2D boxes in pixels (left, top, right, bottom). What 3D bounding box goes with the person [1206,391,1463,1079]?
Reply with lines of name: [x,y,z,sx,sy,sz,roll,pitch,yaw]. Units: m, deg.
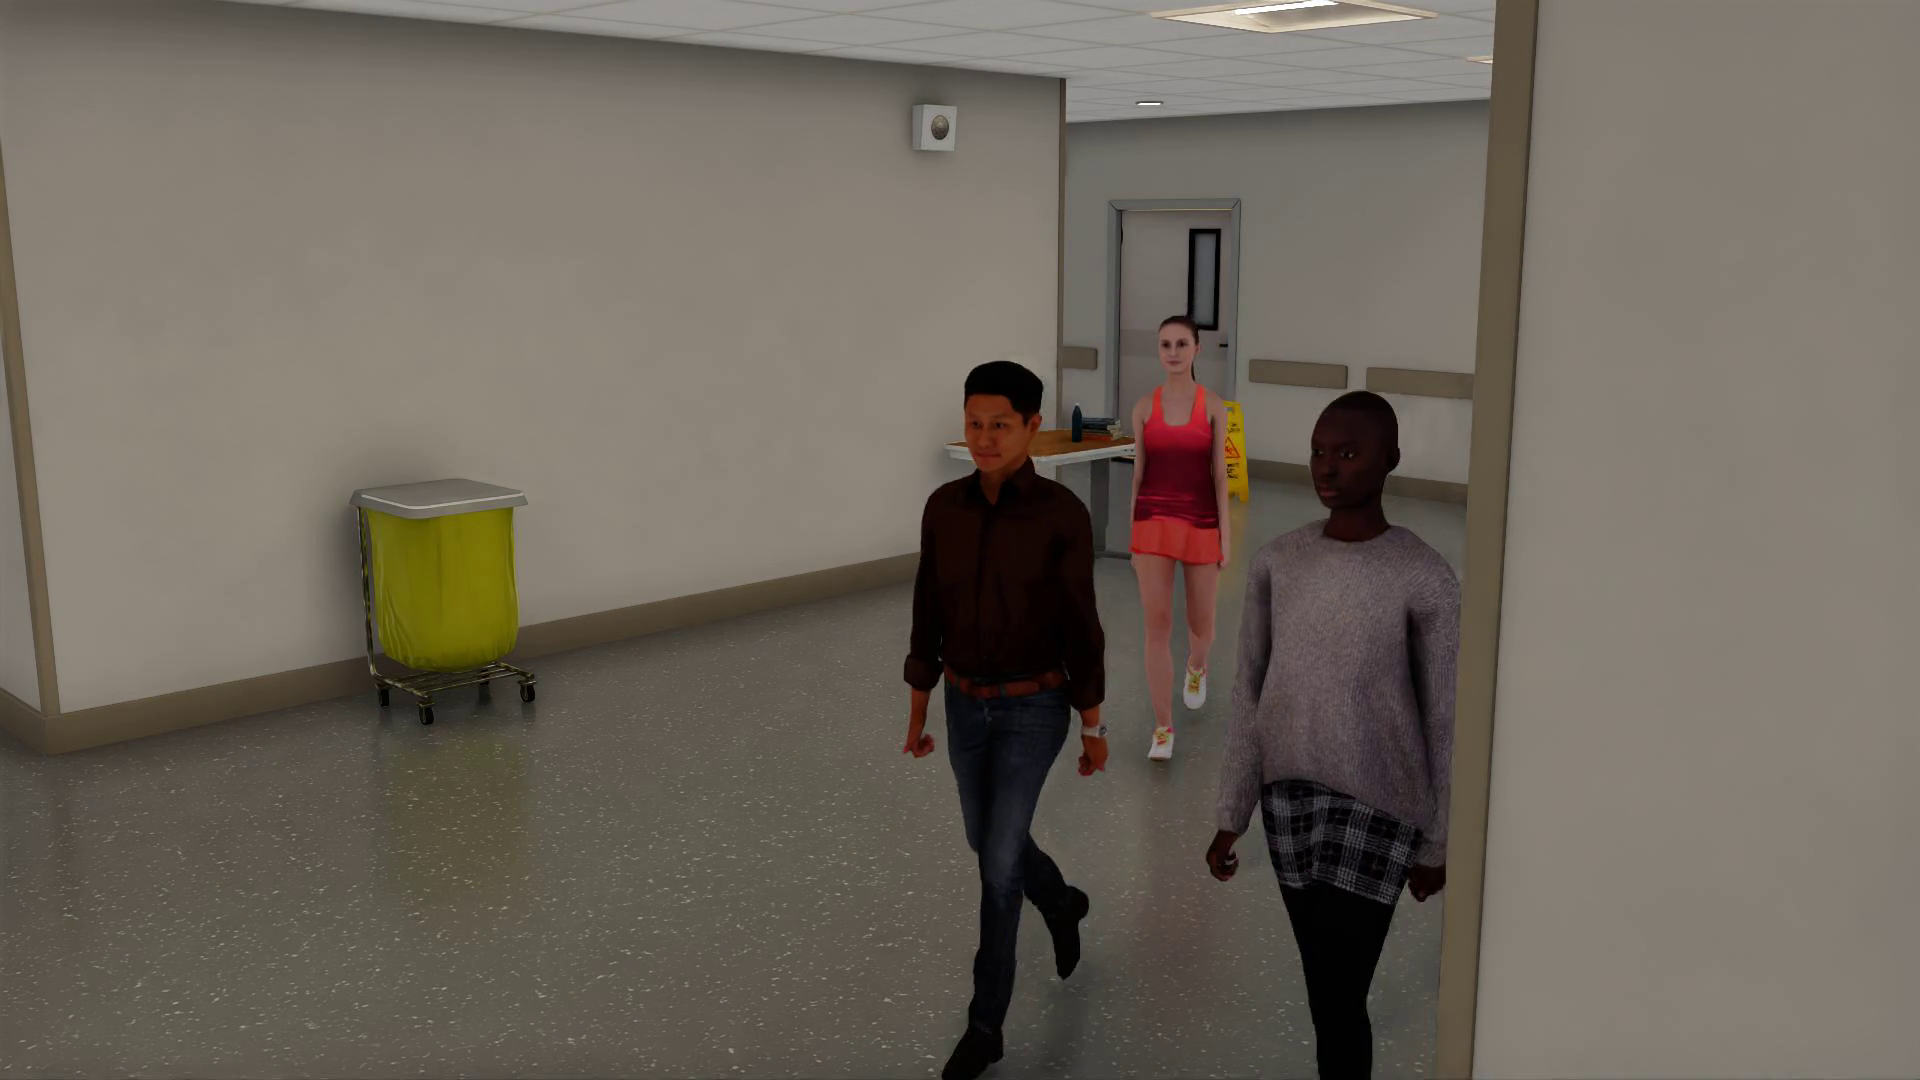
person: [0.861,0.566,3.537,0.668,1.755,0.686,-10,15,-43]

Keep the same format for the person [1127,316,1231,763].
person: [0.899,-0.022,6.708,1.050,1.728,0.992,2,11,13]

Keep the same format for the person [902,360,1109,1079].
person: [0.150,0.430,4.265,1.107,1.751,0.946,6,12,27]
